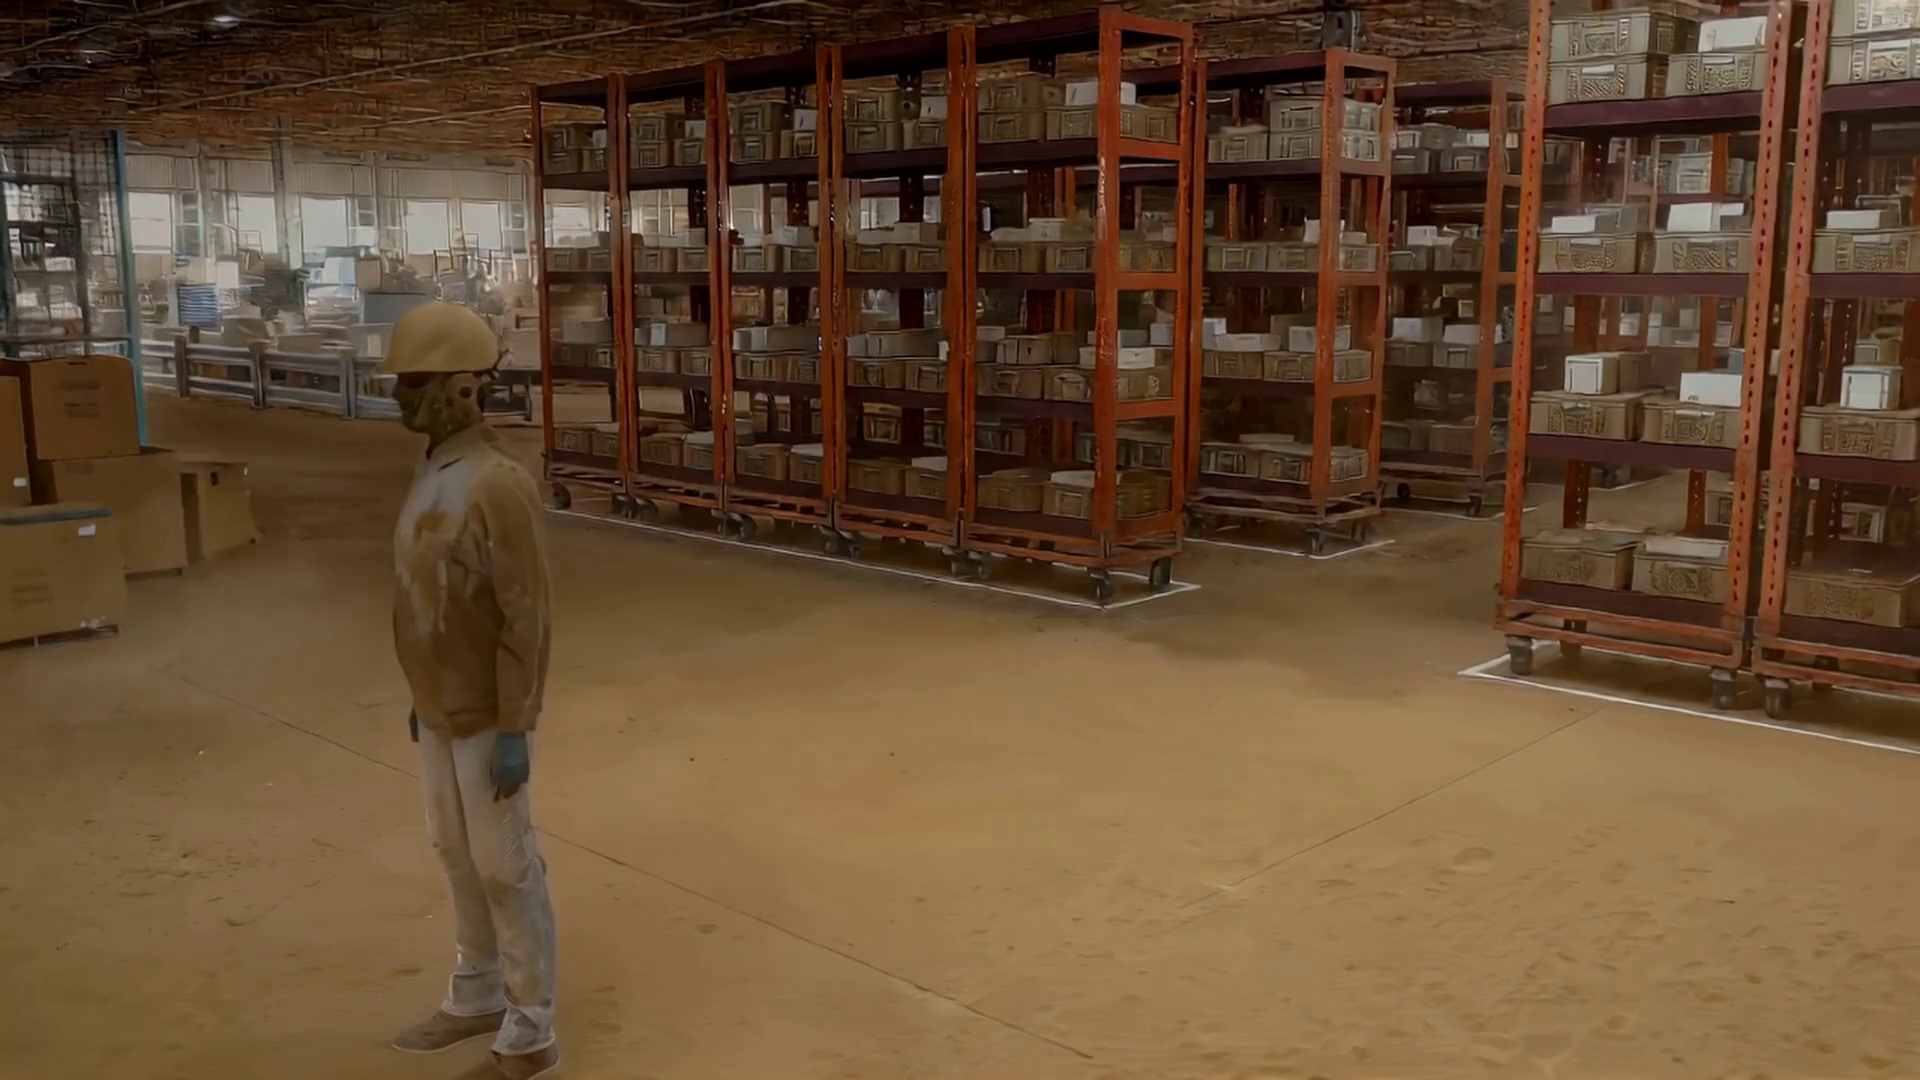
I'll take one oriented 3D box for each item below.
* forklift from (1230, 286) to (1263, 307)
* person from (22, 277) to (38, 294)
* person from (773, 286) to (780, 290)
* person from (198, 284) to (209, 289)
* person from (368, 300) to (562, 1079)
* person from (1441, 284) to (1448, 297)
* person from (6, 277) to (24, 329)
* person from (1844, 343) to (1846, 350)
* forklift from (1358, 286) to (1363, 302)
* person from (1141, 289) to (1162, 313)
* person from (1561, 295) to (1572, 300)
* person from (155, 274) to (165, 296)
[{"bbox_3d":[10.099,-9.221,60.480,1.873,2.768,1.129,9,13,43],"label":"forklift"},{"bbox_3d":[-32.278,-8.264,57.665,1.014,1.889,0.648,8,13,42],"label":"person"},{"bbox_3d":[-8.835,-11.901,79.903,0.389,1.908,0.584,1,9,4],"label":"person"},{"bbox_3d":[-16.875,-4.918,37.405,0.929,1.798,0.547,-5,10,-26],"label":"person"},{"bbox_3d":[-1.236,0.405,4.170,0.382,1.993,0.622,-7,12,-39],"label":"person"},{"bbox_3d":[13.752,-6.490,47.351,0.320,1.698,0.531,-1,9,-5],"label":"person"},{"bbox_3d":[-29.836,-7.541,52.747,0.754,2.000,0.691,-5,10,-27],"label":"person"},{"bbox_3d":[15.681,-3.615,29.287,1.028,1.860,0.634,1,9,6],"label":"person"},{"bbox_3d":[11.100,-7.017,46.970,1.873,2.768,1.129,9,13,43],"label":"forklift"},{"bbox_3d":[4.087,-4.773,36.258,0.632,1.880,0.999,8,12,41],"label":"person"},{"bbox_3d":[12.534,-4.436,34.344,0.589,1.834,0.403,-7,12,-37],"label":"person"},{"bbox_3d":[-38.333,-11.837,79.718,0.436,1.832,0.648,-4,10,-24],"label":"person"}]
